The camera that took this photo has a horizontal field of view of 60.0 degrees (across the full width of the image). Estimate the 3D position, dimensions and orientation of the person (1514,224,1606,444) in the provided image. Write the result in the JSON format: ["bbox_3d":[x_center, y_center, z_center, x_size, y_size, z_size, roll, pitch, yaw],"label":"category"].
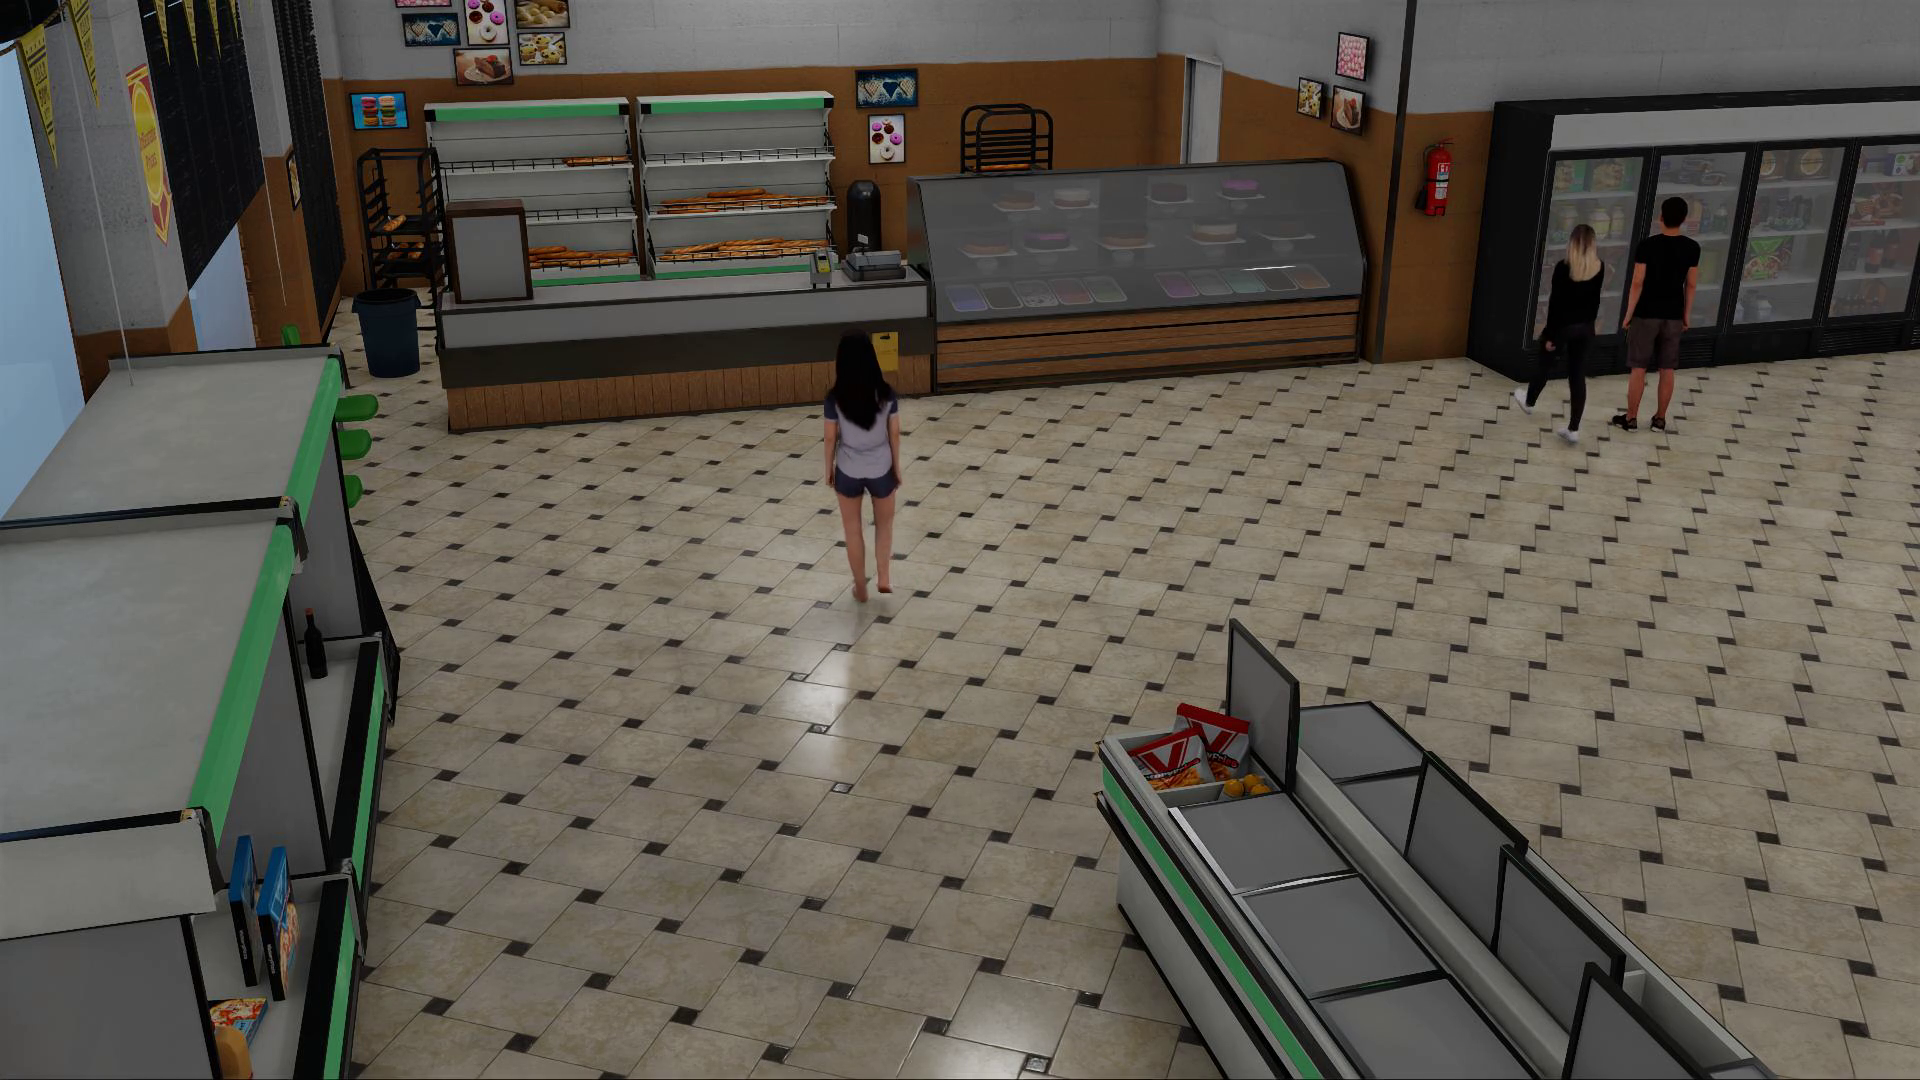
[{"bbox_3d":[4.751,-1.553,12.825,0.746,1.646,1.144,-3,22,-7],"label":"person"}]

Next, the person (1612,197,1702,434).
[{"bbox_3d":[5.478,-1.762,13.054,0.756,1.861,0.726,2,22,5],"label":"person"}]

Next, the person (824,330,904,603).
[{"bbox_3d":[-0.563,-0.391,9.861,0.629,1.699,0.642,-4,22,-10],"label":"person"}]
